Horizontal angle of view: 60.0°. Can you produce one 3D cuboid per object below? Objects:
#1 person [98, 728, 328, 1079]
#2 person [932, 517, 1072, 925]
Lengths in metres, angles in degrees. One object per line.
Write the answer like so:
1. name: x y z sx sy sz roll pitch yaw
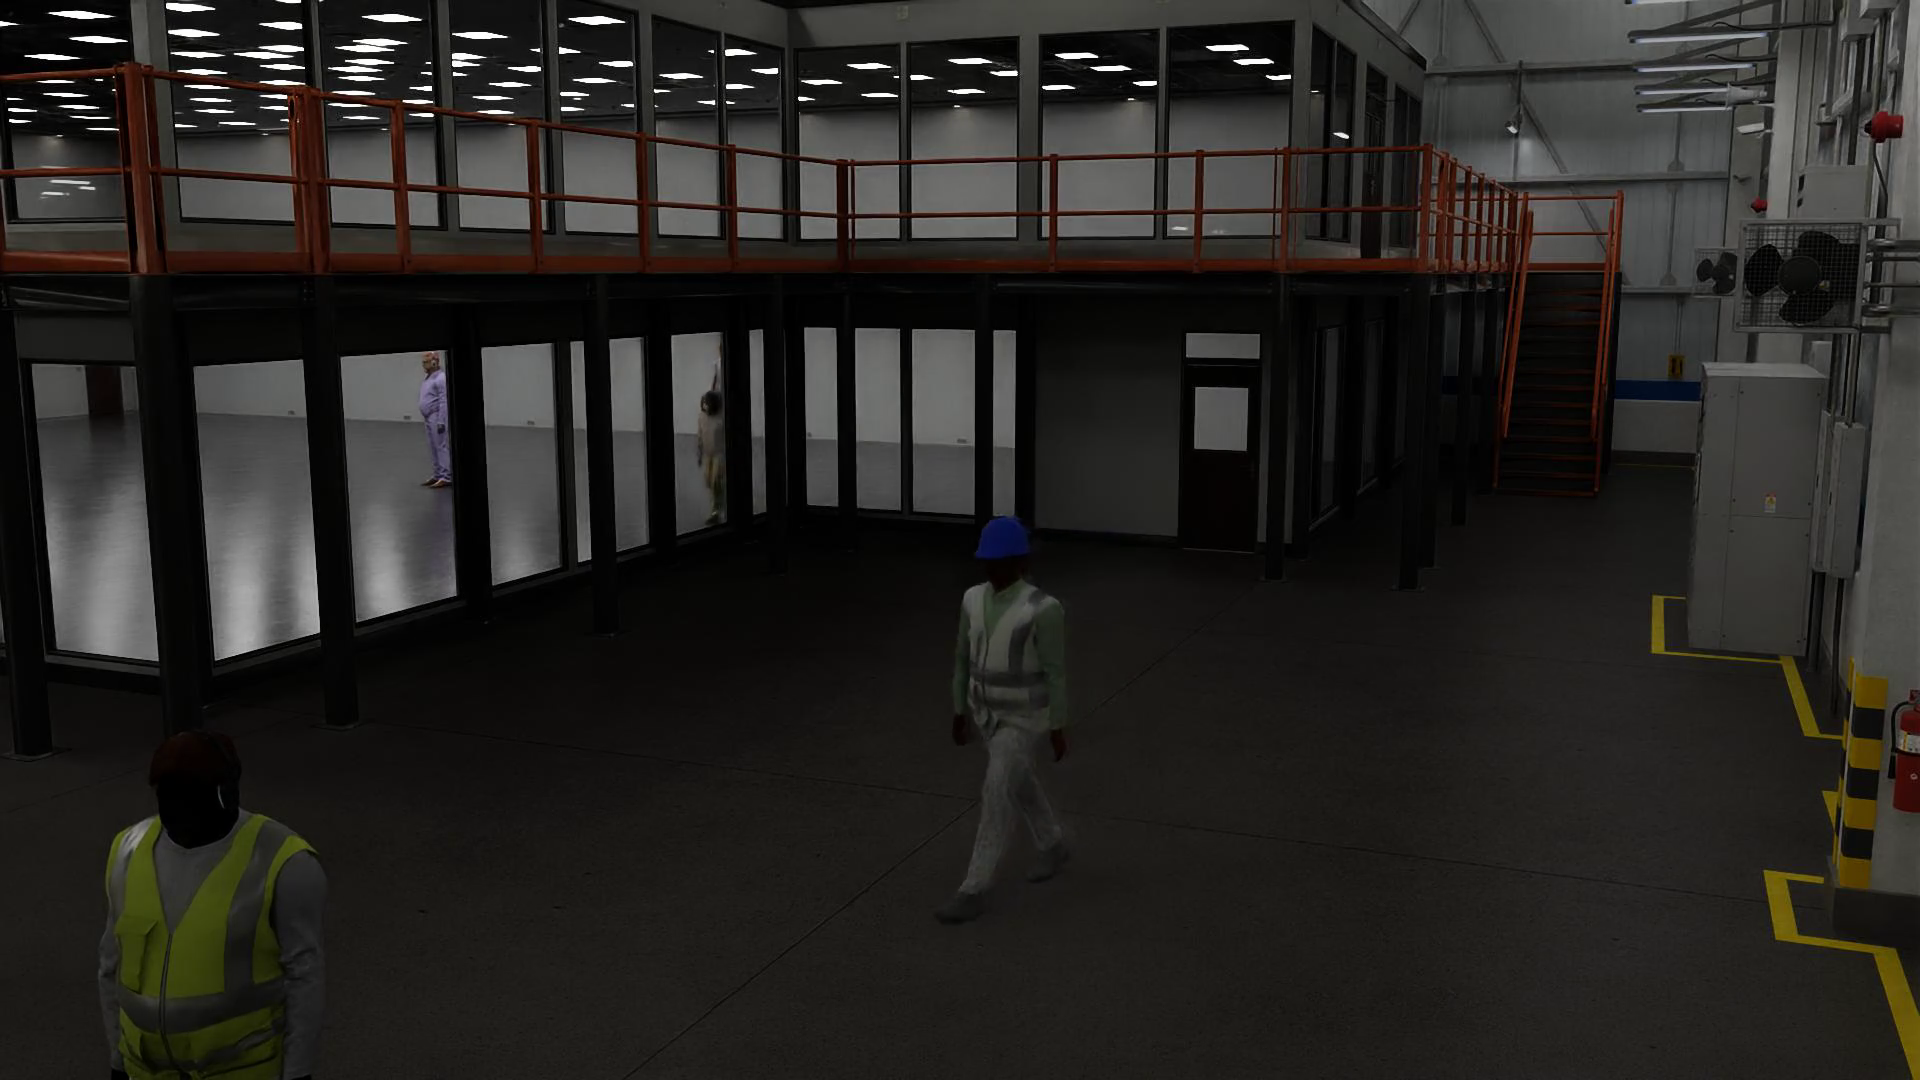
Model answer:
1. person: -2.043 1.414 4.541 0.627 1.845 0.429 1 9 5
2. person: 0.240 0.820 8.038 1.012 1.903 0.627 -9 13 -43
